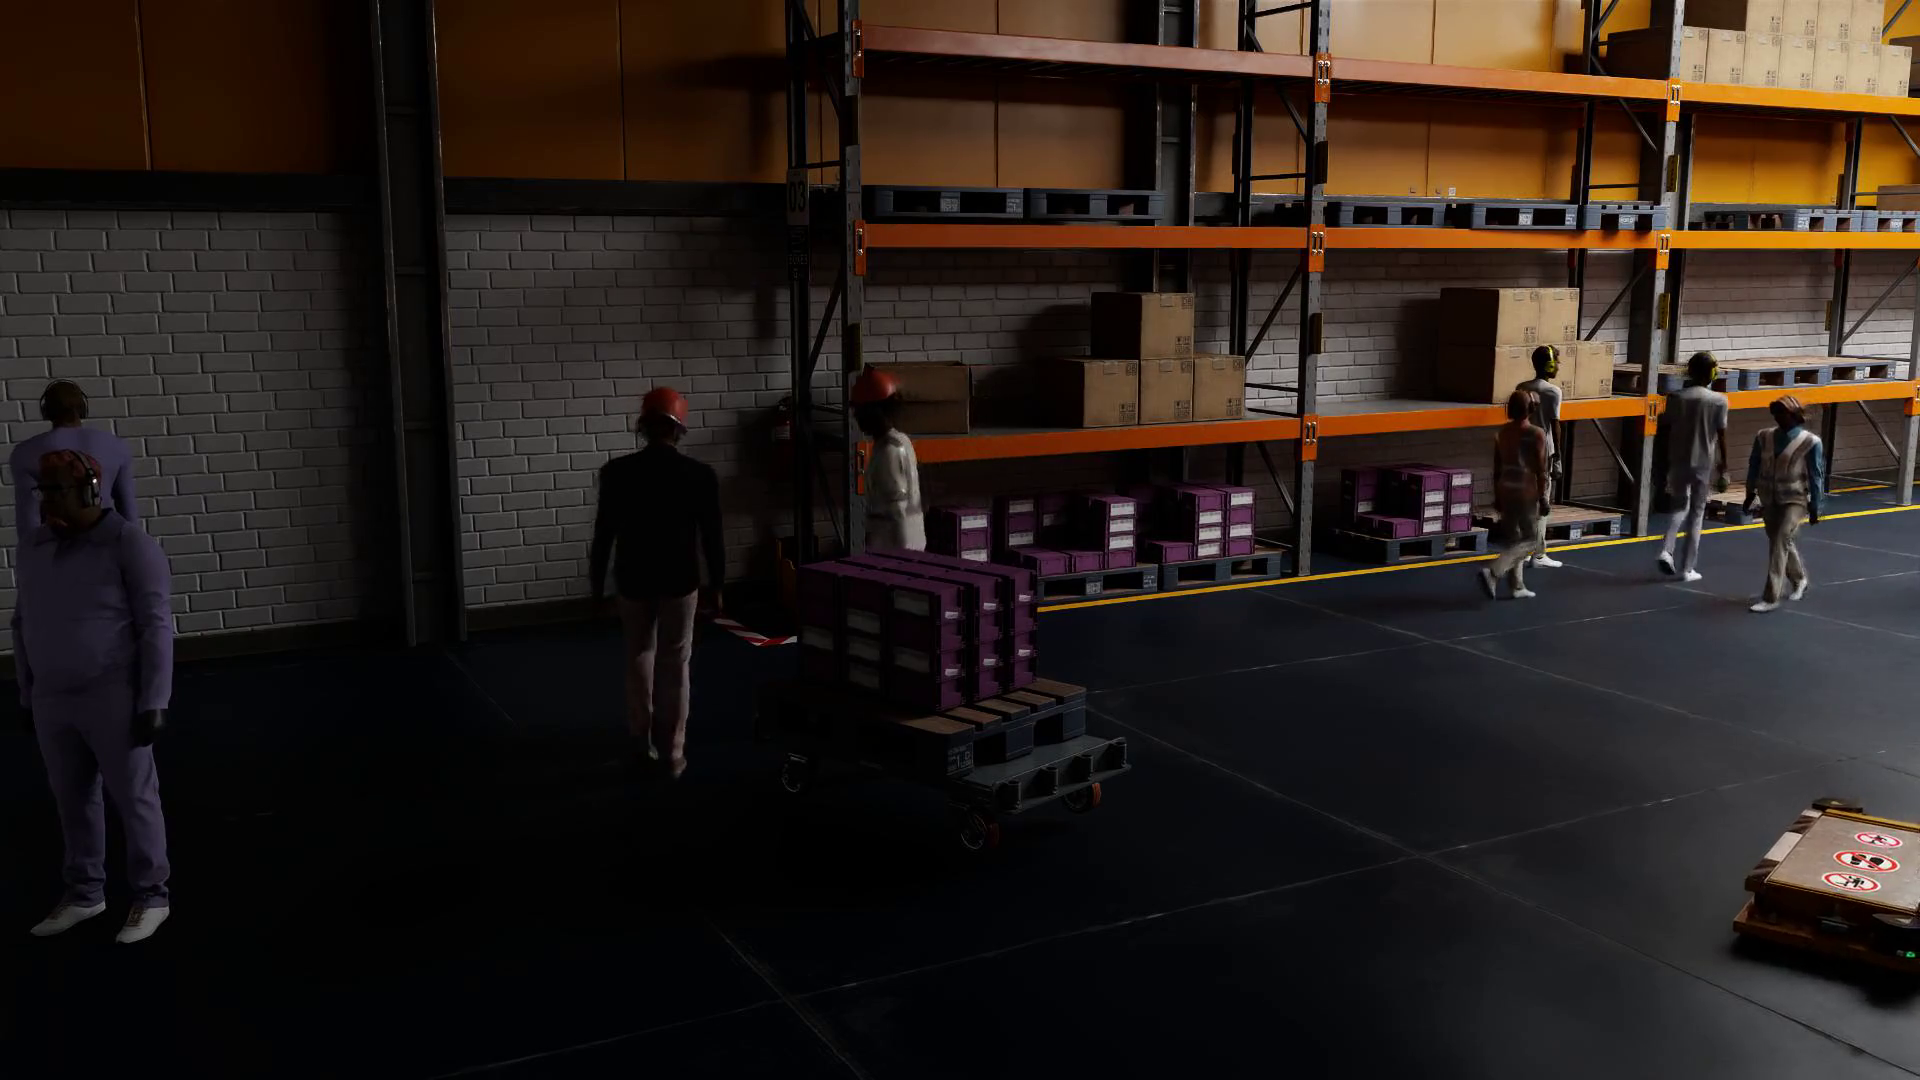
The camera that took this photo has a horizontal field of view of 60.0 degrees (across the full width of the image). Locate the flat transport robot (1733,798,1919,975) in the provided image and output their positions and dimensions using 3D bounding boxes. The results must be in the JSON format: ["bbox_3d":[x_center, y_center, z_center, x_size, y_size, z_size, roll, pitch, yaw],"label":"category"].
[{"bbox_3d":[3.653,1.359,6.708,0.652,0.197,1.431,8,12,38],"label":"flat transport robot"}]

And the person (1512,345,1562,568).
[{"bbox_3d":[4.849,-0.699,13.977,0.313,1.864,0.530,-5,11,-27],"label":"person"}]

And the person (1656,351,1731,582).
[{"bbox_3d":[5.880,-0.578,13.315,0.396,1.858,0.532,-8,13,-39],"label":"person"}]

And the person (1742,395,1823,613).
[{"bbox_3d":[6.172,-0.288,12.382,0.839,1.596,0.498,-5,11,-29],"label":"person"}]

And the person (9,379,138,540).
[{"bbox_3d":[-4.941,0.070,9.339,0.635,1.936,0.354,-9,14,-43],"label":"person"}]

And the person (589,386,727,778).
[{"bbox_3d":[-1.529,0.214,8.431,0.688,1.966,0.497,0,10,1],"label":"person"}]

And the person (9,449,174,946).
[{"bbox_3d":[-3.341,0.601,6.371,0.651,1.907,0.409,2,10,12],"label":"person"}]

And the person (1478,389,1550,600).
[{"bbox_3d":[4.154,-0.322,12.471,0.582,1.620,0.528,-4,11,-21],"label":"person"}]

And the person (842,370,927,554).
[{"bbox_3d":[-0.267,0.043,9.367,0.921,2.001,0.655,1,10,5],"label":"person"}]
